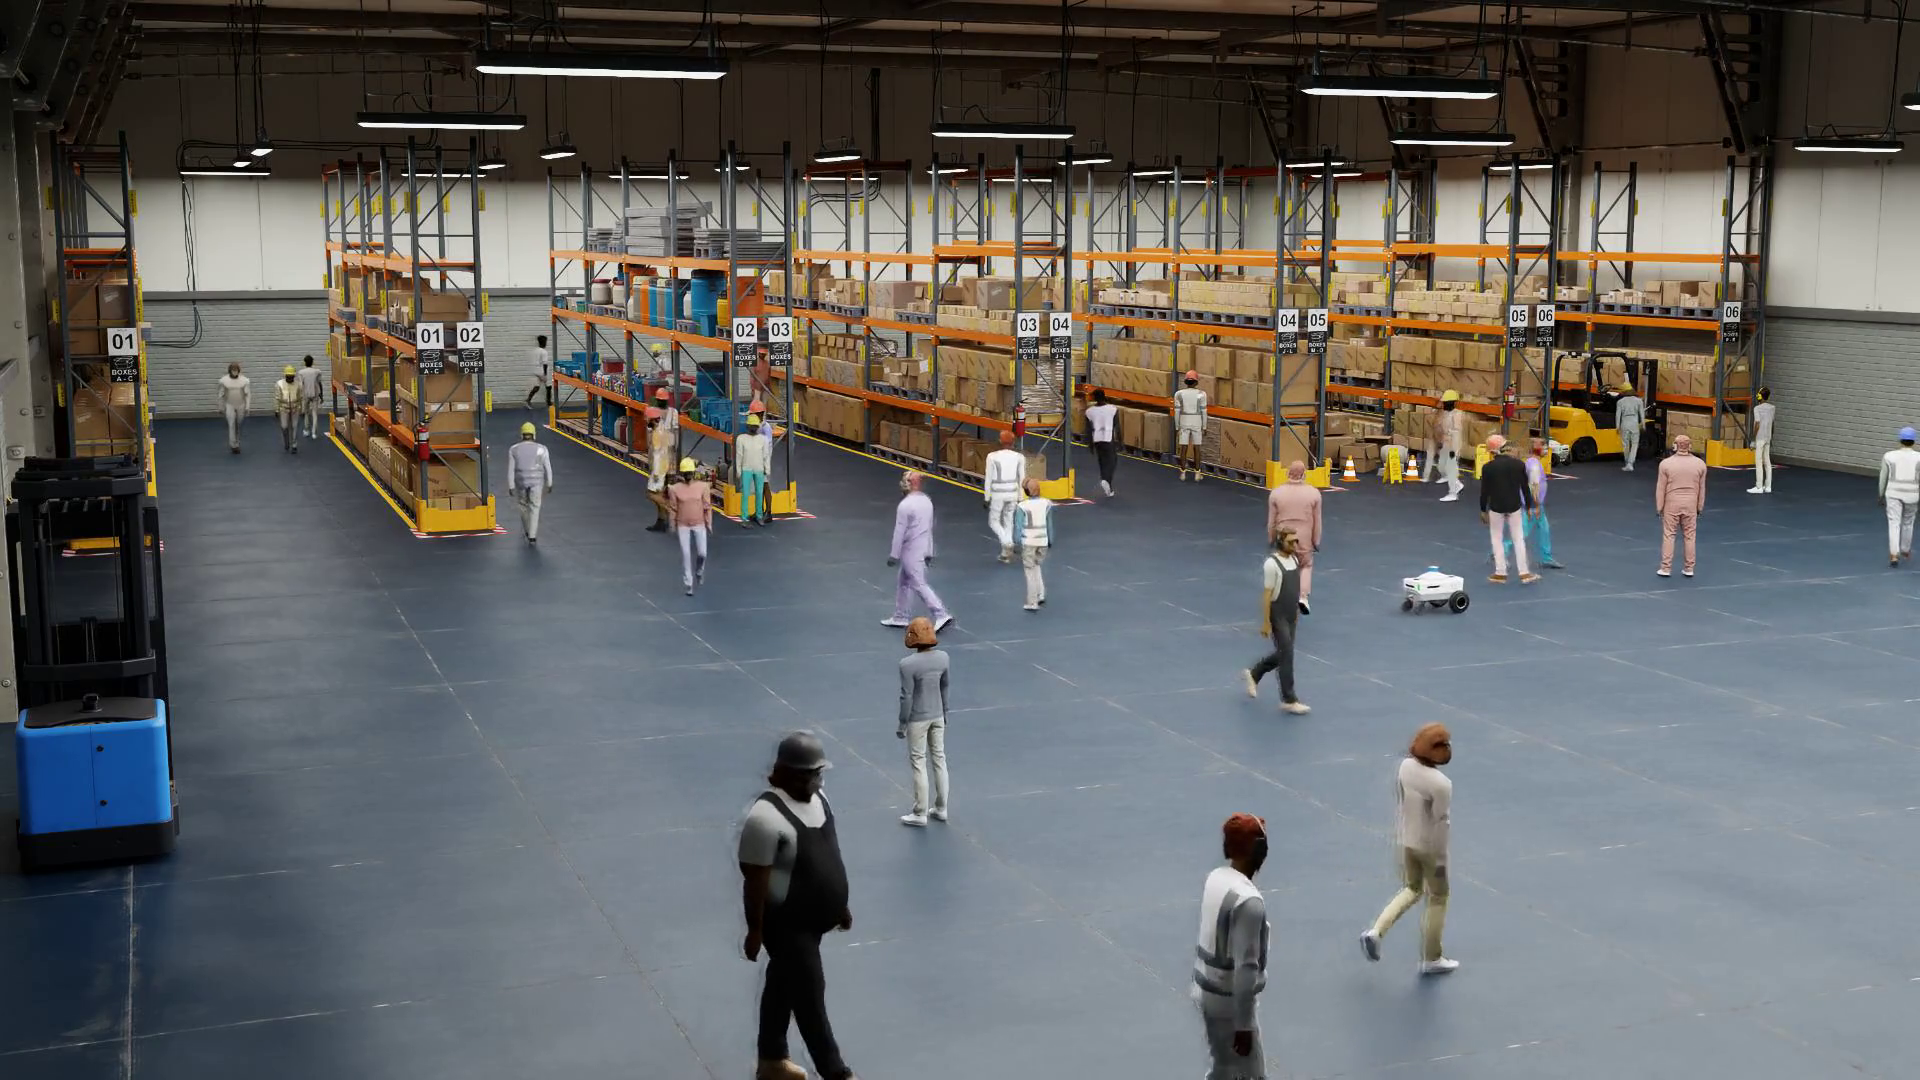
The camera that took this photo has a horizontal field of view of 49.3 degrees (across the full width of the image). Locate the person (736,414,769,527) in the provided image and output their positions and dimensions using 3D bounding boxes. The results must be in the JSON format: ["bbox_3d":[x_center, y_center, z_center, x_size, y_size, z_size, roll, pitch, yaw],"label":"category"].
[{"bbox_3d":[-3.235,-1.089,32.691,0.532,1.766,0.330,-3,9,-17],"label":"person"}]

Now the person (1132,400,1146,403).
[{"bbox_3d":[4.124,-3.596,48.841,0.623,1.933,0.437,-5,10,-30],"label":"person"}]

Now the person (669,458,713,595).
[{"bbox_3d":[-3.430,-0.184,26.662,0.555,1.751,0.400,-1,9,-7],"label":"person"}]

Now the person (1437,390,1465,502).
[{"bbox_3d":[8.360,-1.606,35.665,0.436,1.913,0.594,-1,9,-7],"label":"person"}]

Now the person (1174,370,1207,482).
[{"bbox_3d":[4.247,-2.104,38.529,0.607,2.044,0.378,2,9,12],"label":"person"}]

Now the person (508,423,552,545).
[{"bbox_3d":[-6.355,-0.850,31.028,0.620,1.777,0.942,-1,9,-5],"label":"person"}]

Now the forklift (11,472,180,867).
[{"bbox_3d":[-6.630,0.886,15.957,1.129,2.768,1.873,-3,9,-21],"label":"forklift"}]

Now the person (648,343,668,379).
[{"bbox_3d":[-7.452,-3.921,51.391,0.616,1.811,0.496,8,12,44],"label":"person"}]

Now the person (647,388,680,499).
[{"bbox_3d":[-5.075,-1.647,35.884,0.542,1.919,0.505,-3,9,-19],"label":"person"}]

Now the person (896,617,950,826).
[{"bbox_3d":[-0.286,1.415,16.425,0.507,1.632,0.268,-8,11,-42],"label":"person"}]

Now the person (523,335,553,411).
[{"bbox_3d":[-10.691,-4.245,53.181,0.611,1.936,0.903,8,12,42],"label":"person"}]

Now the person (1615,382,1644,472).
[{"bbox_3d":[12.770,-2.150,39.938,0.532,1.703,0.499,2,9,12],"label":"person"}]

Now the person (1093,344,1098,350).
[{"bbox_3d":[3.376,-3.892,51.222,0.443,1.817,0.631,6,10,35],"label":"person"}]

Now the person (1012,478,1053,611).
[{"bbox_3d":[0.873,0.050,25.541,0.549,1.620,0.402,-6,10,-33],"label":"person"}]

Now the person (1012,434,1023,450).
[{"bbox_3d":[1.077,-2.435,42.080,0.521,1.641,0.310,-7,11,-37],"label":"person"}]

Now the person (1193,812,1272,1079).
[{"bbox_3d":[1.307,2.247,10.166,0.437,1.848,0.632,-2,9,-11],"label":"person"}]

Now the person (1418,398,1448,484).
[{"bbox_3d":[8.622,-1.795,37.945,0.772,1.587,0.571,-5,10,-32],"label":"person"}]

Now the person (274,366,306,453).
[{"bbox_3d":[-13.791,-2.685,43.144,0.624,1.814,0.511,-3,9,-20],"label":"person"}]

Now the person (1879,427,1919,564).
[{"bbox_3d":[13.109,-0.617,29.101,0.608,1.906,0.976,3,9,20],"label":"person"}]

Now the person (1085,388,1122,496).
[{"bbox_3d":[2.472,-1.683,36.208,0.645,1.892,0.572,3,9,19],"label":"person"}]

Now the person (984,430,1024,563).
[{"bbox_3d":[0.633,-0.593,29.021,0.606,1.870,0.535,-4,9,-24],"label":"person"}]

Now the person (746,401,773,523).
[{"bbox_3d":[-3.184,-1.241,33.132,0.372,1.933,0.551,-5,10,-31],"label":"person"}]

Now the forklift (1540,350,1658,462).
[{"bbox_3d":[12.897,-2.725,42.309,2.313,2.155,1.214,-3,9,-21],"label":"forklift"}]

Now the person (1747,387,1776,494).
[{"bbox_3d":[14.086,-1.756,36.784,0.526,1.869,0.315,-5,10,-28],"label":"person"}]

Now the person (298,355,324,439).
[{"bbox_3d":[-14.352,-3.168,46.320,0.545,1.823,0.930,-3,9,-21],"label":"person"}]

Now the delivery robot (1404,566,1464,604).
[{"bbox_3d":[5.767,0.565,25.502,0.707,0.478,0.477,-4,9,-23],"label":"delivery robot"}]

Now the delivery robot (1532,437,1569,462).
[{"bbox_3d":[11.606,-1.783,41.156,0.477,0.478,0.707,-6,11,-37],"label":"delivery robot"}]

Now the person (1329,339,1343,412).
[{"bbox_3d":[9.195,-3.974,51.377,0.542,1.929,0.368,-2,9,-14],"label":"person"}]

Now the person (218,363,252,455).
[{"bbox_3d":[-14.876,-2.692,43.012,0.632,1.873,1.030,-4,9,-26],"label":"person"}]

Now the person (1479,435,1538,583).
[{"bbox_3d":[7.222,-0.411,27.574,0.762,1.943,0.497,0,9,-2],"label":"person"}]

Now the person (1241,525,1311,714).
[{"bbox_3d":[3.067,0.740,20.312,0.775,1.825,0.511,7,11,41],"label":"person"}]

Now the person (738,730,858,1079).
[{"bbox_3d":[-0.756,2.011,11.243,0.928,2.000,0.710,4,9,23],"label":"person"}]

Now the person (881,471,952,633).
[{"bbox_3d":[-0.496,0.132,24.219,0.943,1.870,0.646,3,9,22],"label":"person"}]

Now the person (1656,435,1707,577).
[{"bbox_3d":[9.628,-0.456,28.038,0.638,1.899,0.401,0,9,3],"label":"person"}]

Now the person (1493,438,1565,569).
[{"bbox_3d":[7.797,-0.505,28.662,0.925,1.811,0.580,2,9,14],"label":"person"}]

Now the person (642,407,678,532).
[{"bbox_3d":[-4.626,-1.076,32.094,0.529,1.915,0.575,0,9,0],"label":"person"}]

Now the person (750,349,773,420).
[{"bbox_3d":[-4.521,-3.460,47.736,0.392,1.991,0.612,8,12,44],"label":"person"}]

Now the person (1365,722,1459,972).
[{"bbox_3d":[2.857,1.926,13.084,0.548,1.611,0.505,-4,9,-26],"label":"person"}]

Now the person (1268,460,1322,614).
[{"bbox_3d":[4.007,-0.013,25.111,0.644,1.892,0.420,1,9,9],"label":"person"}]
